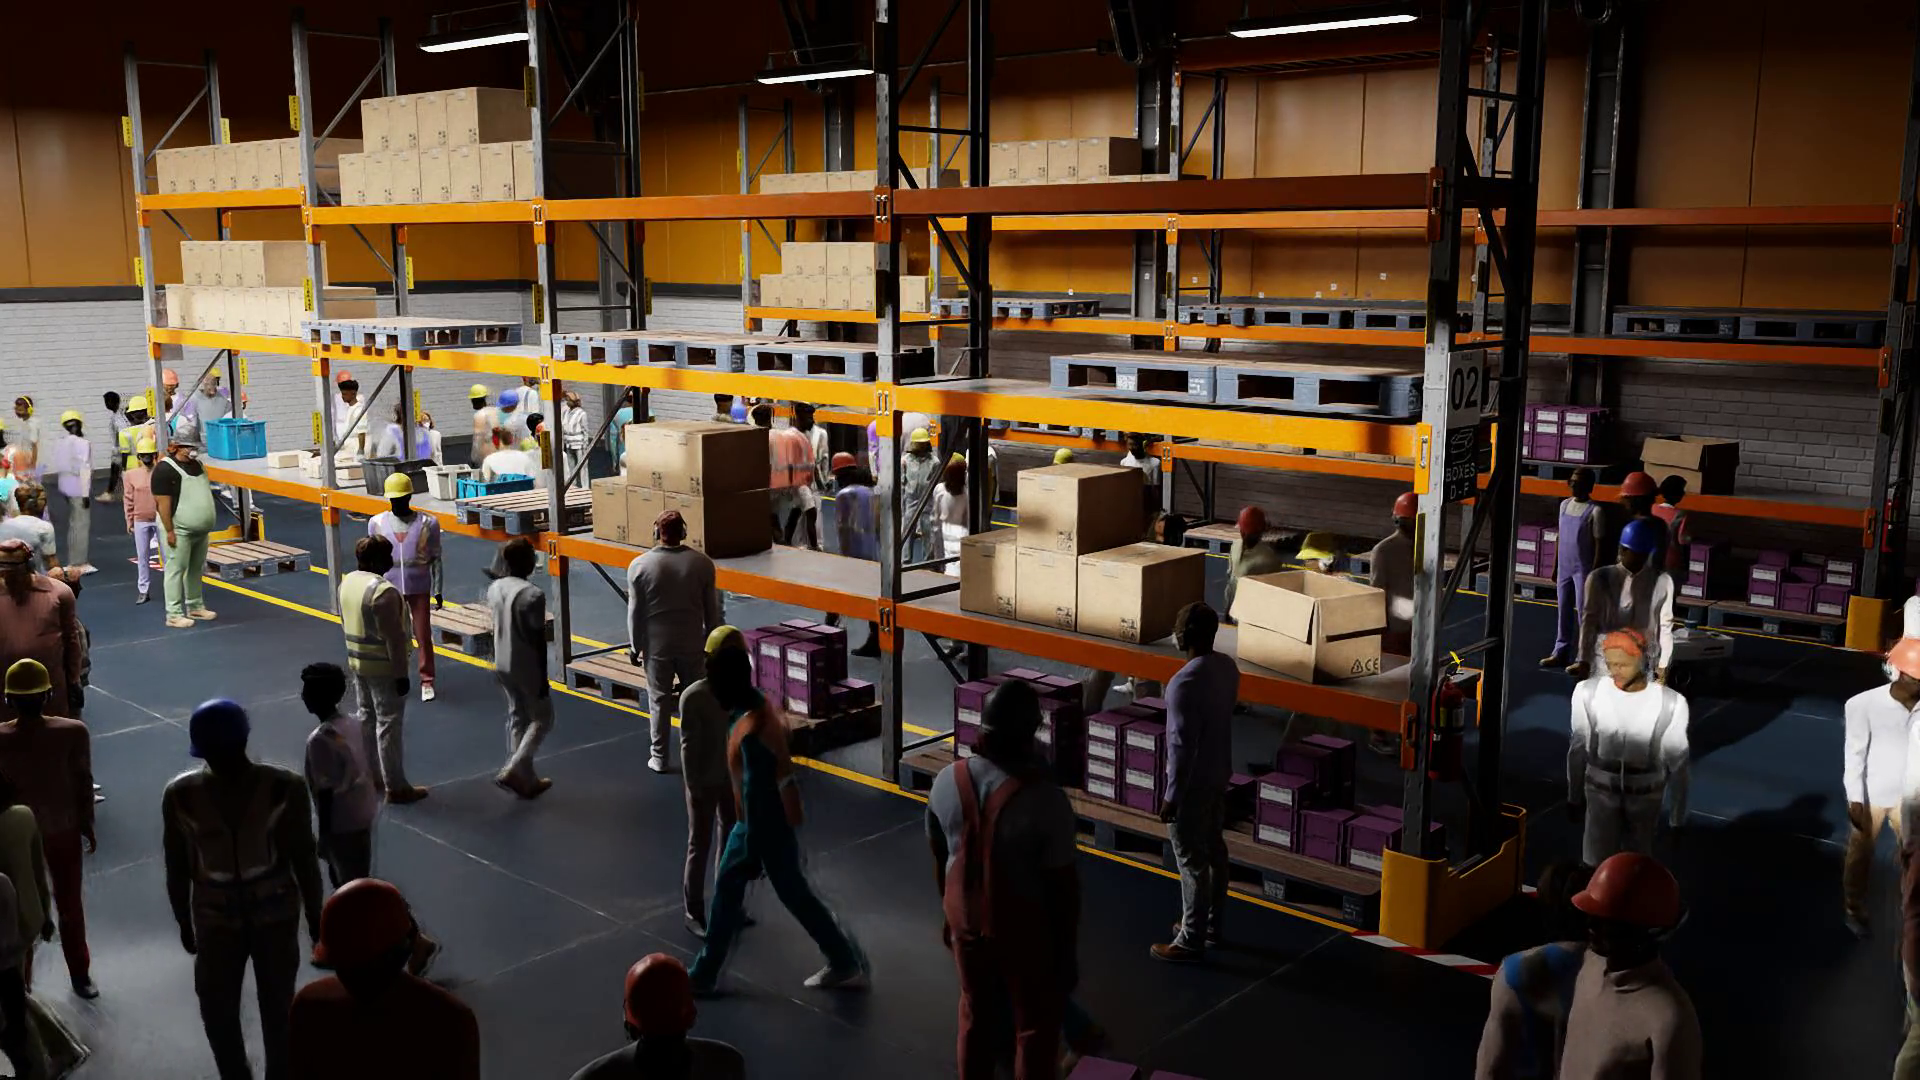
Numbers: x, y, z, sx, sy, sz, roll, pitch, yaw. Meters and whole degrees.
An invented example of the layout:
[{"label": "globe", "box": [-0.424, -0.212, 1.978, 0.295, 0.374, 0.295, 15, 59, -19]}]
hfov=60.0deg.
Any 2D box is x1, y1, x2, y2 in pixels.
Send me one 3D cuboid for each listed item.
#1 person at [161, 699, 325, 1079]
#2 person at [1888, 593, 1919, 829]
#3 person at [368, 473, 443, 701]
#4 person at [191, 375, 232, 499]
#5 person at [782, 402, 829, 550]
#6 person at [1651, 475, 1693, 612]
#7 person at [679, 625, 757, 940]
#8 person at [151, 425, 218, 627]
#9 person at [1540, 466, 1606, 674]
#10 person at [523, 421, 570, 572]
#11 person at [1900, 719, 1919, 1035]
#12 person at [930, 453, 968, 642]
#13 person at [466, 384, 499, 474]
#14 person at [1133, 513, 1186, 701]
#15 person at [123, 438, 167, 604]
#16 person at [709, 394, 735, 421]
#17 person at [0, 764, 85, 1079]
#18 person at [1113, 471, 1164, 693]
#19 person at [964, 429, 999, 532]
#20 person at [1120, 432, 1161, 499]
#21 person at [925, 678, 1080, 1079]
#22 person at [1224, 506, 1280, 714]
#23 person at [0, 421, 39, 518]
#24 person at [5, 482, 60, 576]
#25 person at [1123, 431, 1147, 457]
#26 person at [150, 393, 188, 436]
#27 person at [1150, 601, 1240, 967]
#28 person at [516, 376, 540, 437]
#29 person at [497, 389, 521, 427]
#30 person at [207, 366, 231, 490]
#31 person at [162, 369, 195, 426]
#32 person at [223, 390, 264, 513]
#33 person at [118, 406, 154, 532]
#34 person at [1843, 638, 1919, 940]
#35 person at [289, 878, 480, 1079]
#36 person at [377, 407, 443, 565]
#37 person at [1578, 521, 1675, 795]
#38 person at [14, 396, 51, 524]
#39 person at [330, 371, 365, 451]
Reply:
[{"label": "person", "box": [-3.015, 1.590, 7.045, 0.625, 1.925, 0.444, -4, 11, -19]}, {"label": "person", "box": [6.278, 0.968, 10.667, 0.574, 1.881, 0.358, -2, 10, -13]}, {"label": "person", "box": [-4.587, 0.395, 13.777, 0.593, 1.924, 0.381, -1, 10, -7]}, {"label": "person", "box": [-11.130, -1.513, 24.734, 0.561, 1.879, 0.666, 8, 13, 38]}, {"label": "person", "box": [-1.866, -0.735, 20.259, 0.592, 1.889, 0.844, -2, 10, -12]}, {"label": "person", "box": [6.503, 0.238, 15.369, 0.321, 1.685, 0.544, -6, 12, -31]}, {"label": "person", "box": [-1.295, 1.315, 9.090, 0.376, 1.752, 0.516, 9, 14, 42]}, {"label": "person", "box": [-7.695, -0.163, 16.612, 0.536, 2.000, 0.689, 2, 10, 13]}, {"label": "person", "box": [5.464, 0.262, 14.765, 0.345, 1.847, 0.506, -5, 11, -27]}, {"label": "person", "box": [-4.803, -0.503, 19.343, 0.561, 1.752, 0.324, -1, 10, -6]}, {"label": "person", "box": [4.745, 1.469, 7.830, 0.582, 1.884, 0.351, 10, 14, 44]}, {"label": "person", "box": [-0.048, 0.067, 15.931, 0.586, 1.823, 0.403, 6, 12, 30]}, {"label": "person", "box": [-6.489, -1.169, 22.675, 0.420, 1.904, 0.593, 1, 10, 6]}, {"label": "person", "box": [1.511, 0.705, 12.309, 0.429, 1.833, 0.637, -9, 14, -43]}, {"label": "person", "box": [-8.556, -0.205, 17.617, 0.525, 1.772, 0.308, -4, 11, -20]}, {"label": "person", "box": [-3.056, -0.955, 21.346, 0.381, 1.956, 0.602, 1, 10, 7]}, {"label": "person", "box": [-4.170, 1.713, 7.214, 0.354, 1.614, 0.494, -1, 10, -5]}, {"label": "person", "box": [1.506, 0.346, 14.076, 0.383, 1.921, 0.585, 6, 12, 31]}, {"label": "person", "box": [0.231, -0.418, 18.607, 0.372, 1.843, 0.570, -5, 11, -26]}, {"label": "person", "box": [1.904, -0.260, 17.703, 0.519, 1.856, 0.351, 7, 12, 35]}, {"label": "person", "box": [0.240, 1.558, 6.884, 0.726, 2.000, 0.535, 7, 12, 35]}, {"label": "person", "box": [2.411, 0.550, 13.485, 0.680, 1.722, 0.562, -4, 11, -22]}, {"label": "person", "box": [-10.522, -0.424, 18.544, 0.718, 1.882, 0.501, 4, 11, 20]}, {"label": "person", "box": [-7.637, 0.441, 13.763, 0.505, 1.841, 0.347, 2, 10, 14]}, {"label": "person", "box": [1.943, -0.450, 18.702, 0.317, 1.876, 0.531, 1, 10, 8]}, {"label": "person", "box": [-10.495, -1.036, 22.100, 0.513, 1.846, 0.340, -9, 13, -40]}, {"label": "person", "box": [1.242, 1.275, 8.773, 0.368, 1.939, 0.633, 6, 12, 31]}, {"label": "person", "box": [-6.760, -1.746, 26.042, 0.572, 1.877, 0.354, 10, 14, 44]}, {"label": "person", "box": [-6.413, -1.281, 23.786, 0.574, 1.740, 0.349, 6, 12, 30]}, {"label": "person", "box": [-11.546, -1.735, 25.859, 0.389, 1.921, 0.587, 6, 12, 30]}, {"label": "person", "box": [-11.264, -1.430, 23.803, 0.609, 2.035, 0.414, -4, 11, -22]}, {"label": "person", "box": [-10.189, -1.256, 23.600, 0.561, 1.752, 0.326, 7, 12, 34]}, {"label": "person", "box": [-10.824, -0.935, 21.941, 0.320, 1.698, 0.537, 6, 12, 31]}, {"label": "person", "box": [4.985, 1.370, 8.846, 0.570, 1.715, 0.790, 1, 10, 6]}, {"label": "person", "box": [-1.698, 1.934, 4.927, 0.615, 1.984, 0.416, 3, 10, 14]}, {"label": "person", "box": [-6.565, -0.728, 19.807, 1.111, 2.000, 0.677, 6, 11, 29]}, {"label": "person", "box": [4.544, 0.819, 11.358, 0.611, 1.939, 0.418, 1, 10, 8]}, {"label": "person", "box": [-12.218, -0.970, 21.792, 0.458, 1.838, 0.641, -7, 12, -35]}, {"label": "person", "box": [-9.307, -1.620, 25.315, 0.549, 1.891, 1.010, -1, 10, -7]}]
